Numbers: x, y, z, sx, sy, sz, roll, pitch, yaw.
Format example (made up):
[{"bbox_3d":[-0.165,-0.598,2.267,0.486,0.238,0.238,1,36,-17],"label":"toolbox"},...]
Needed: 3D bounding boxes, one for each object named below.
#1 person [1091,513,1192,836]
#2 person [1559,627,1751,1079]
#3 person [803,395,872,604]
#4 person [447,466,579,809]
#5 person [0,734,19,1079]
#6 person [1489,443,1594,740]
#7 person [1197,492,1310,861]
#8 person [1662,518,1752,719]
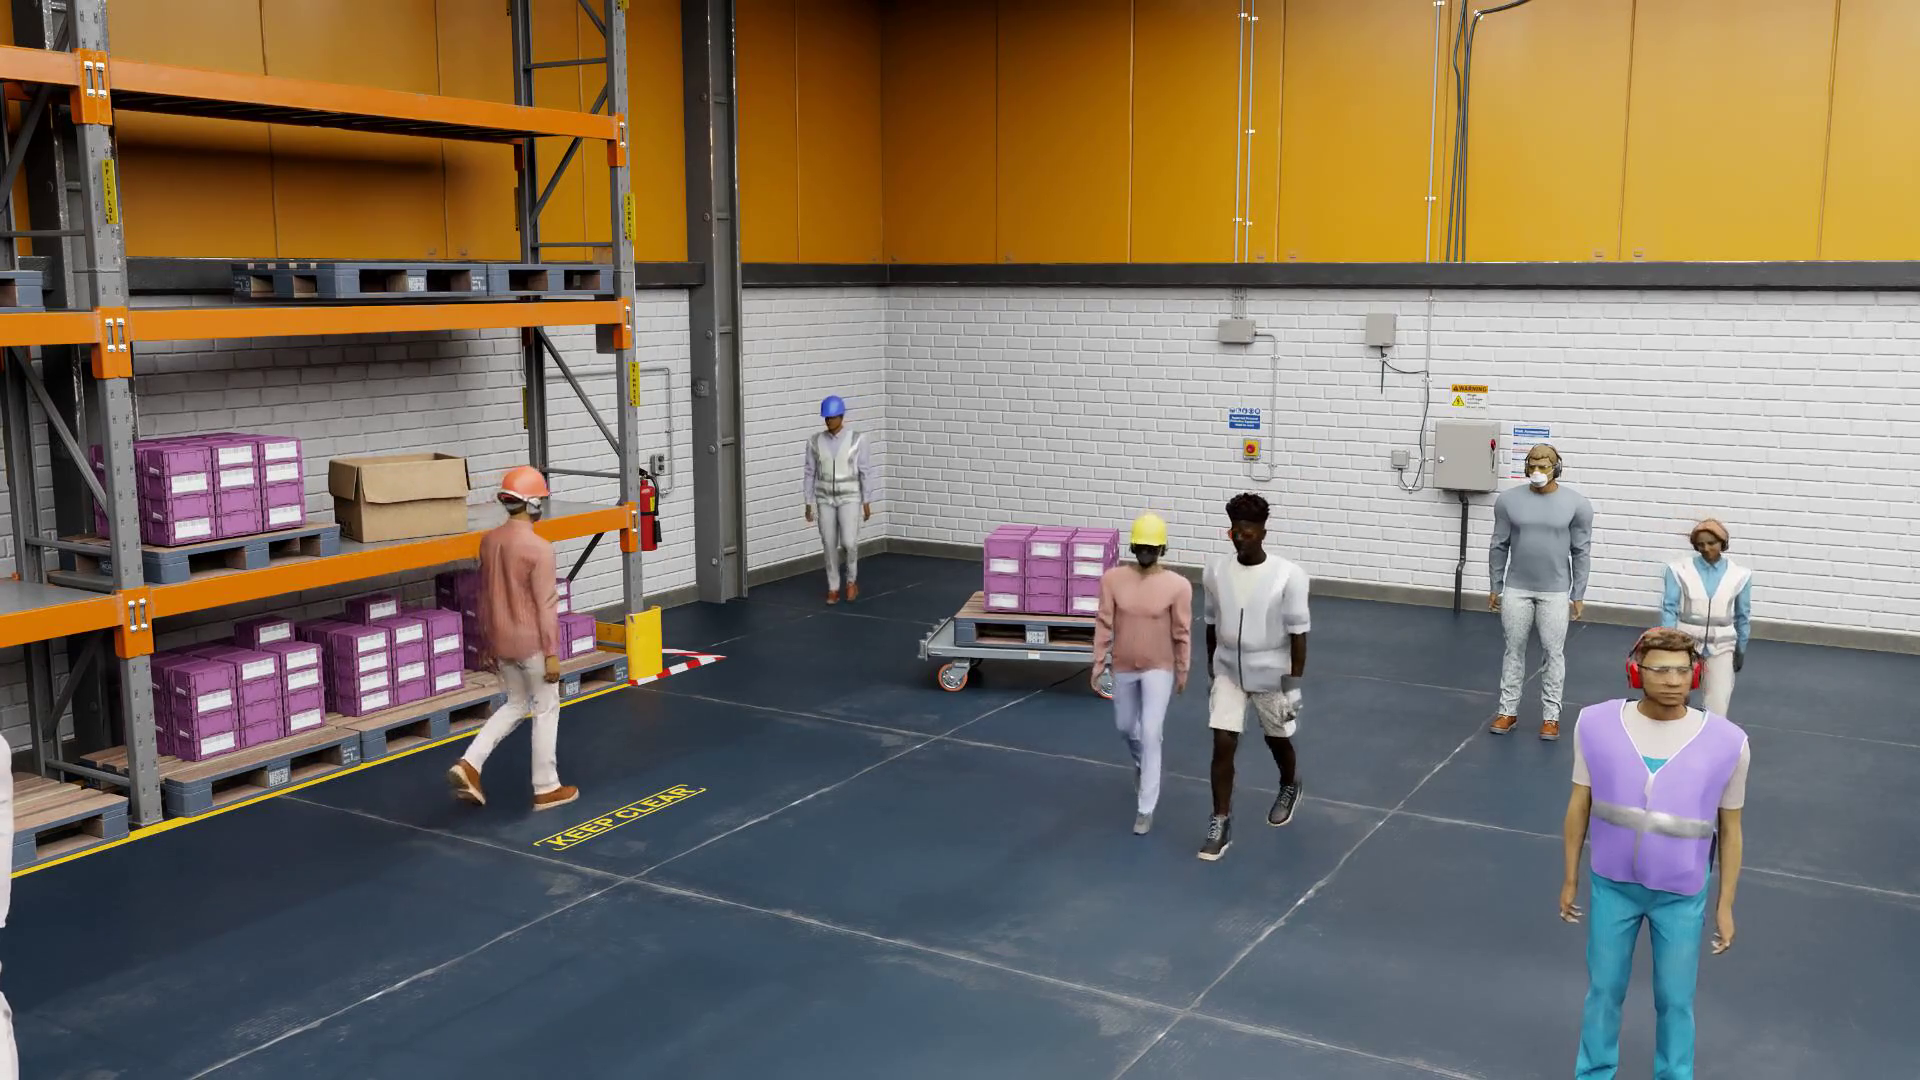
[{"bbox_3d":[1.036,0.688,9.272,0.529,1.736,0.802,4,10,22],"label":"person"},{"bbox_3d":[2.382,1.199,5.749,0.578,1.845,0.375,5,10,29],"label":"person"},{"bbox_3d":[-1.132,-0.362,15.220,0.637,1.927,0.447,2,9,11],"label":"person"},{"bbox_3d":[-2.484,0.574,9.269,0.613,1.975,0.662,7,12,38],"label":"person"},{"bbox_3d":[-3.417,1.205,5.518,0.651,1.907,0.409,5,10,29],"label":"person"},{"bbox_3d":[3.766,0.333,10.861,0.635,1.938,0.360,5,10,29],"label":"person"},{"bbox_3d":[1.601,0.673,8.826,0.613,1.925,0.954,5,11,31],"label":"person"},{"bbox_3d":[4.479,0.638,10.041,0.504,1.592,0.889,3,9,16],"label":"person"}]
